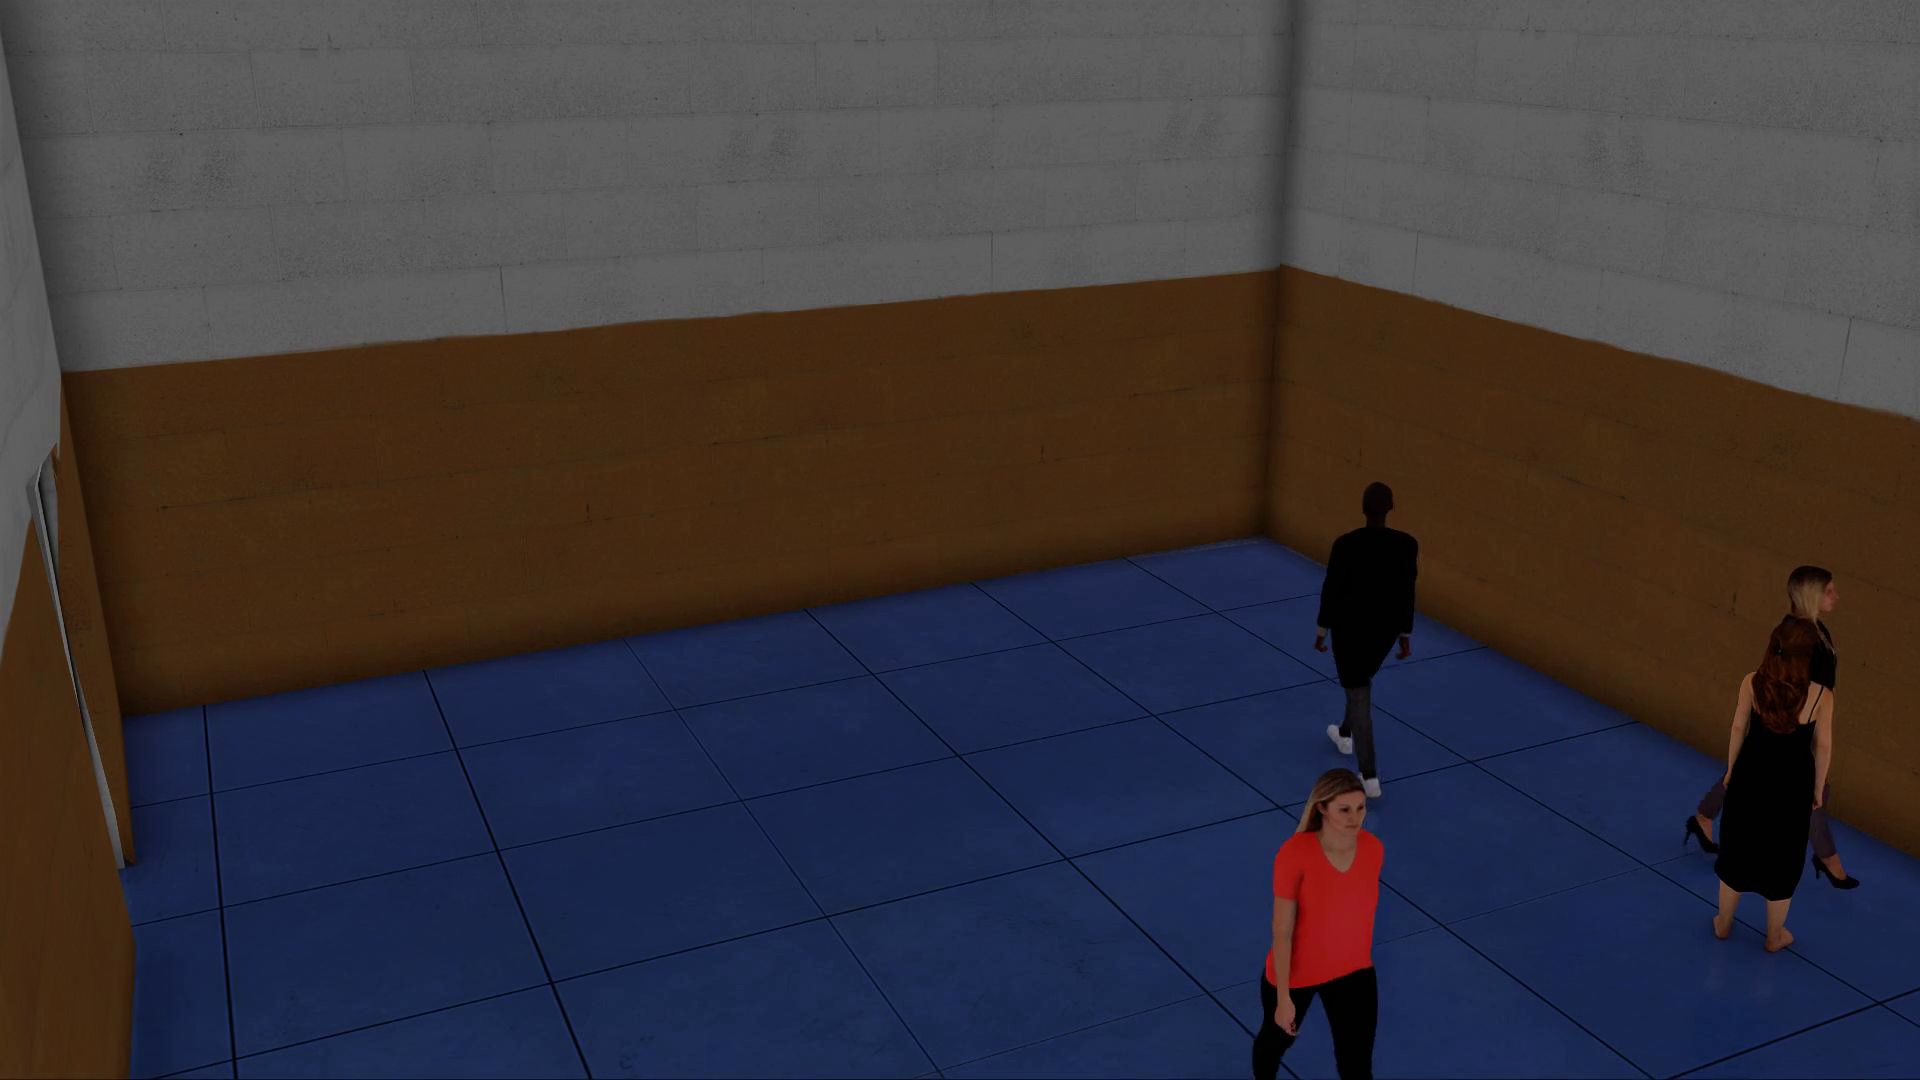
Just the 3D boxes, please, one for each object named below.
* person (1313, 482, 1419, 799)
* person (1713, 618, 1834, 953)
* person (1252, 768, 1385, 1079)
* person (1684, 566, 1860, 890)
[{"bbox_3d":[2.241,0.576,9.127,1.158,1.717,0.943,-2,19,-7],"label":"person"},{"bbox_3d":[3.734,1.119,7.662,0.676,1.624,0.710,12,22,32],"label":"person"},{"bbox_3d":[1.281,1.597,6.208,1.101,1.646,0.849,-4,19,-11],"label":"person"},{"bbox_3d":[4.002,0.921,8.261,1.074,1.616,1.020,7,20,20],"label":"person"}]
